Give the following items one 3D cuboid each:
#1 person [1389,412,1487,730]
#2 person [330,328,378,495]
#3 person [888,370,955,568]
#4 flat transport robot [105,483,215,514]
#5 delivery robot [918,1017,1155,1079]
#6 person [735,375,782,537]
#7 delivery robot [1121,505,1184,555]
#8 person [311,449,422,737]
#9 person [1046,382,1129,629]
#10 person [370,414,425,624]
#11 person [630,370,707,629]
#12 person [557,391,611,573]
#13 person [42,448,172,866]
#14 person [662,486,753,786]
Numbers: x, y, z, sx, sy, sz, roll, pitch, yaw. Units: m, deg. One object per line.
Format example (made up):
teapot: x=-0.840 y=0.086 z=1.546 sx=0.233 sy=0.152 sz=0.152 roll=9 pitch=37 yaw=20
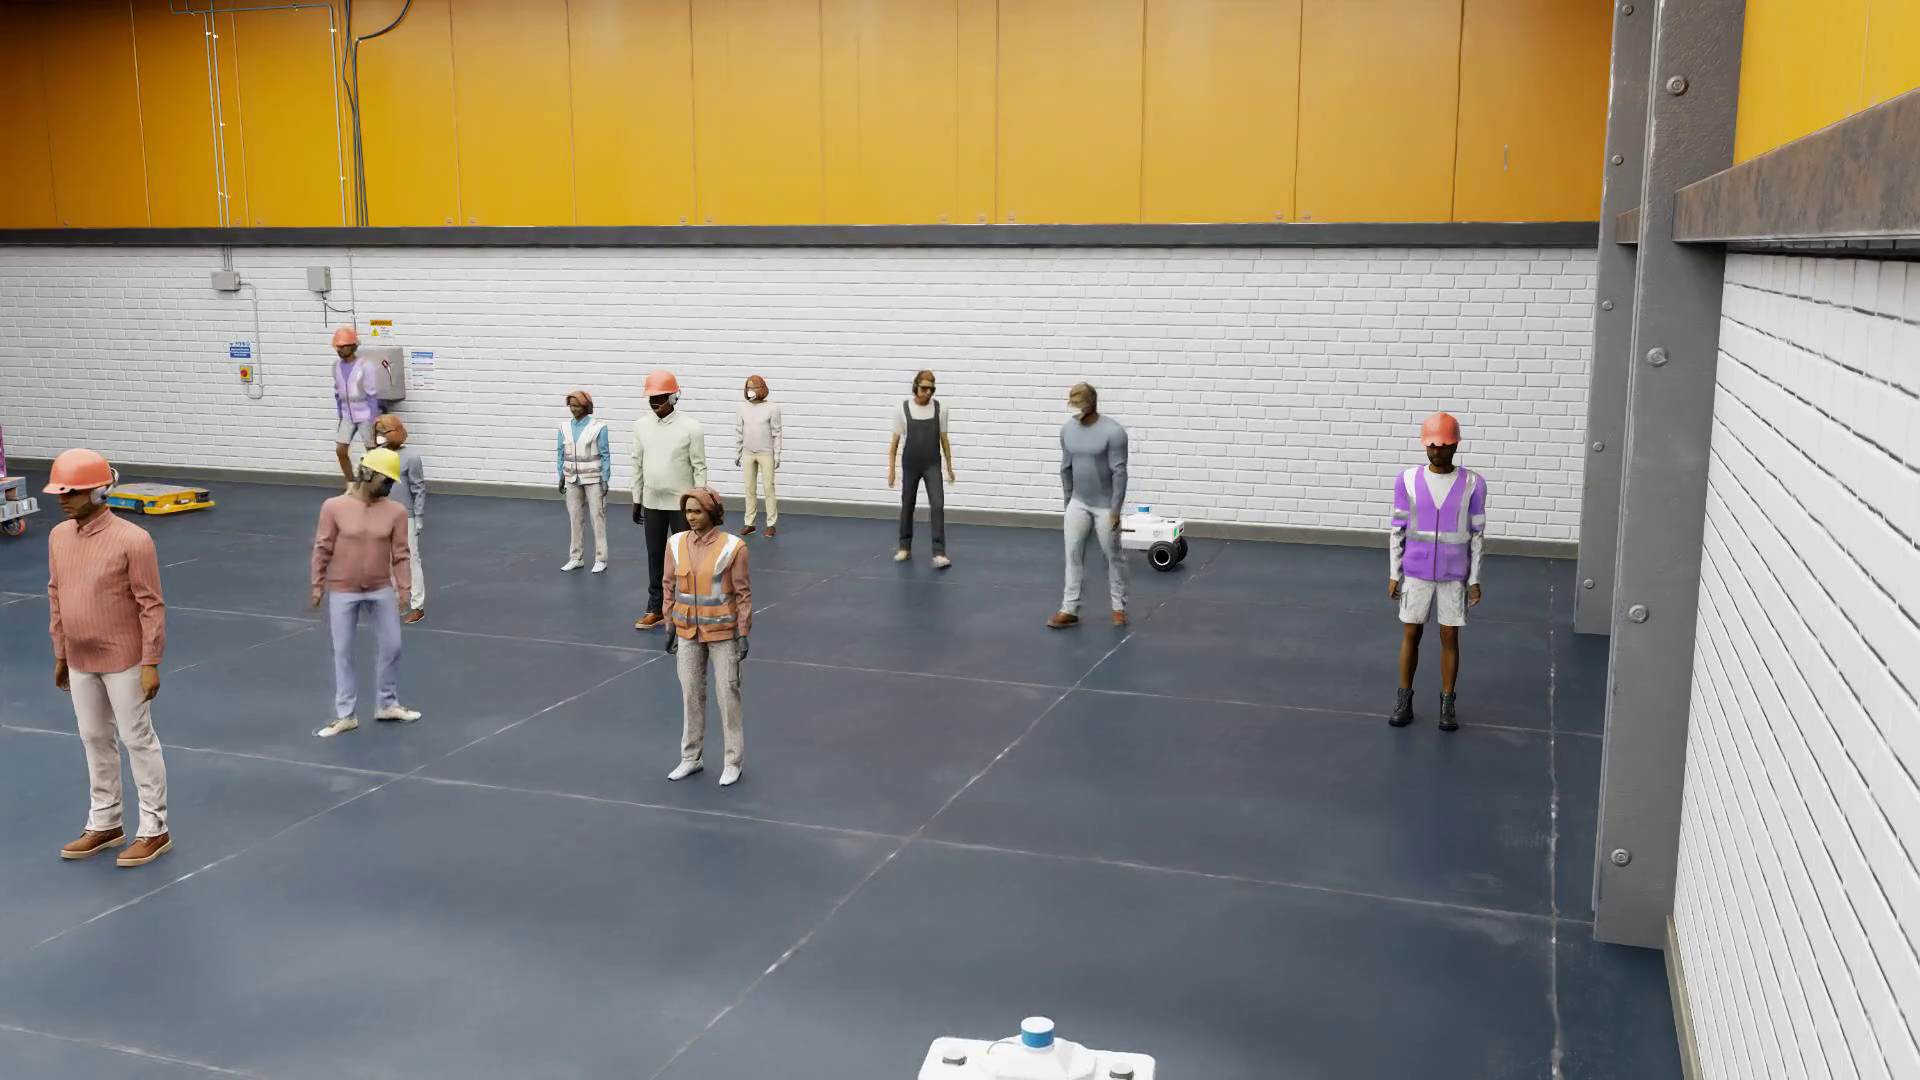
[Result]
person: x=2.867 y=0.193 z=10.027 sx=0.552 sy=1.935 sz=0.374 roll=3 pitch=11 yaw=19
person: x=-6.804 y=-1.394 z=18.797 sx=0.607 sy=1.998 sz=0.678 roll=3 pitch=11 yaw=17
person: x=-0.344 y=-0.645 z=15.123 sx=0.627 sy=1.787 sz=0.870 roll=-2 pitch=10 yaw=-11
flat transport robot: x=-9.037 y=-0.472 z=18.462 sx=1.431 sy=0.197 sz=0.652 roll=5 pitch=11 yaw=28
delivery robot: x=0.234 y=1.710 z=5.107 sx=0.707 sy=0.478 sz=0.477 roll=2 pitch=10 yaw=10
person: x=-2.030 y=-0.843 z=16.717 sx=0.507 sy=1.631 sz=0.267 roll=3 pitch=11 yaw=19
delivery robot: x=1.670 y=-0.076 z=15.169 sx=0.707 sy=0.478 sz=0.477 roll=3 pitch=11 yaw=19
person: x=-3.591 y=0.321 z=9.931 sx=0.634 sy=1.721 sz=0.333 roll=-7 pitch=12 yaw=-33
person: x=1.030 y=-0.254 z=12.707 sx=0.641 sy=1.905 sz=0.683 roll=8 pitch=13 yaw=38
person: x=-4.375 y=-0.164 z=12.891 sx=0.507 sy=1.631 sz=0.270 roll=3 pitch=11 yaw=19
person: x=-2.217 y=-0.291 z=12.586 sx=0.623 sy=1.992 sz=0.396 roll=3 pitch=11 yaw=19
person: x=-3.363 y=-0.520 z=14.883 sx=0.523 sy=1.636 sz=0.310 roll=3 pitch=11 yaw=19
person: x=-4.040 y=0.553 z=7.839 sx=0.623 sy=1.989 sz=0.400 roll=3 pitch=11 yaw=19
person: x=-1.371 y=0.518 z=9.031 sx=0.523 sy=1.638 sz=0.310 roll=3 pitch=11 yaw=19
